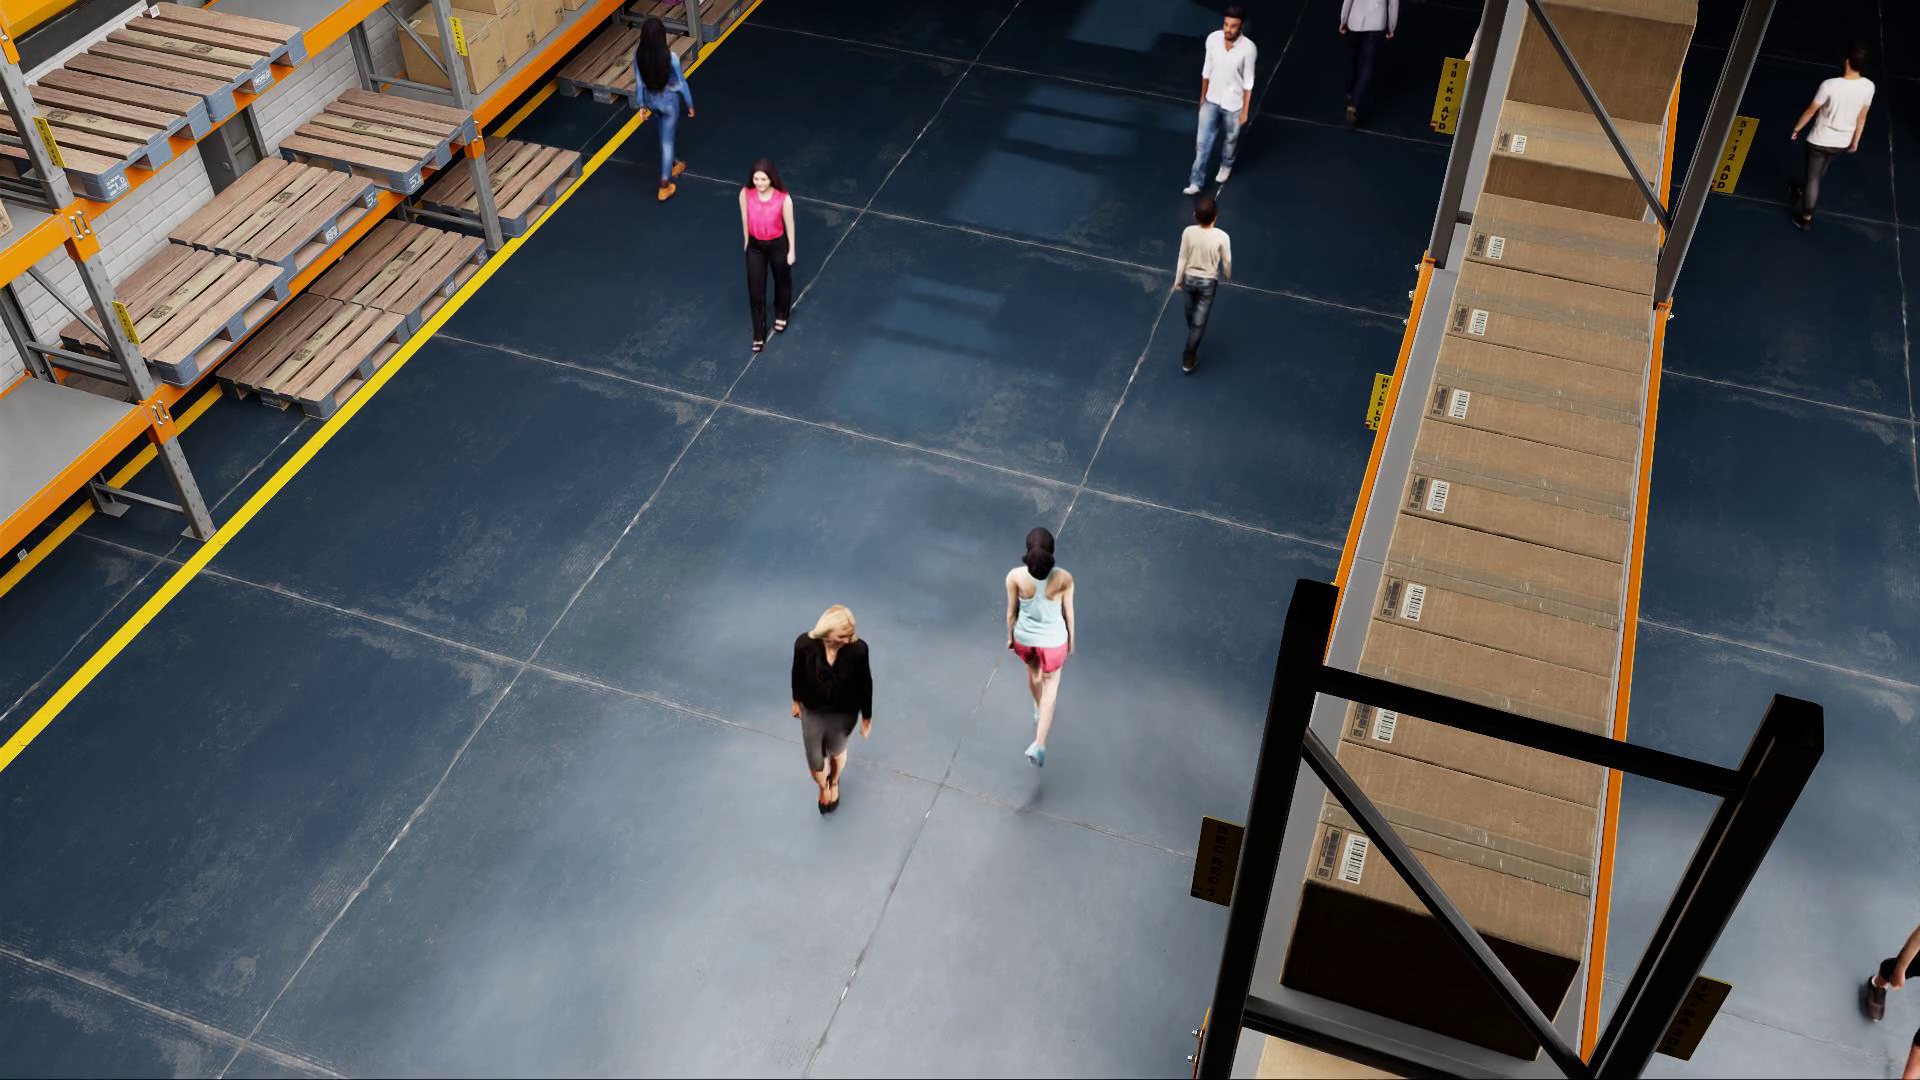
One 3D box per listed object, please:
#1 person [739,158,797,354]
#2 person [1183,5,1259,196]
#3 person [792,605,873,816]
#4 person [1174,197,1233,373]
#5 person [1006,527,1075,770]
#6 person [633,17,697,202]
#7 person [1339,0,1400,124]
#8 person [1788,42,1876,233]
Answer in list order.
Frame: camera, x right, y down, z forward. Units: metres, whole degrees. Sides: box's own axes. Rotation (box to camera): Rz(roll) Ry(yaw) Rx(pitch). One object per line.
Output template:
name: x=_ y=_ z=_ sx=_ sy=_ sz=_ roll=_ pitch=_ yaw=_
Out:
person: x=-1.530 y=-2.387 z=13.467 sx=0.729 sy=1.640 sz=0.914 roll=3 pitch=44 yaw=3
person: x=2.446 y=-4.046 z=15.104 sx=0.703 sy=1.785 sz=1.068 roll=17 pitch=46 yaw=17
person: x=-0.736 y=0.962 z=9.828 sx=0.734 sy=1.811 sz=0.740 roll=3 pitch=44 yaw=3
person: x=1.886 y=-2.007 z=13.217 sx=0.608 sy=1.435 sz=0.977 roll=19 pitch=47 yaw=19
person: x=0.477 y=0.667 z=10.188 sx=0.735 sy=1.742 sz=1.100 roll=5 pitch=44 yaw=6
person: x=-2.705 y=-3.829 z=14.945 sx=0.634 sy=1.691 sz=0.842 roll=13 pitch=45 yaw=13
person: x=3.897 y=-4.939 z=16.014 sx=0.717 sy=1.823 sz=1.151 roll=17 pitch=46 yaw=17
person: x=7.654 y=-3.493 z=14.588 sx=0.871 sy=1.696 sz=1.054 roll=0 pitch=44 yaw=0
